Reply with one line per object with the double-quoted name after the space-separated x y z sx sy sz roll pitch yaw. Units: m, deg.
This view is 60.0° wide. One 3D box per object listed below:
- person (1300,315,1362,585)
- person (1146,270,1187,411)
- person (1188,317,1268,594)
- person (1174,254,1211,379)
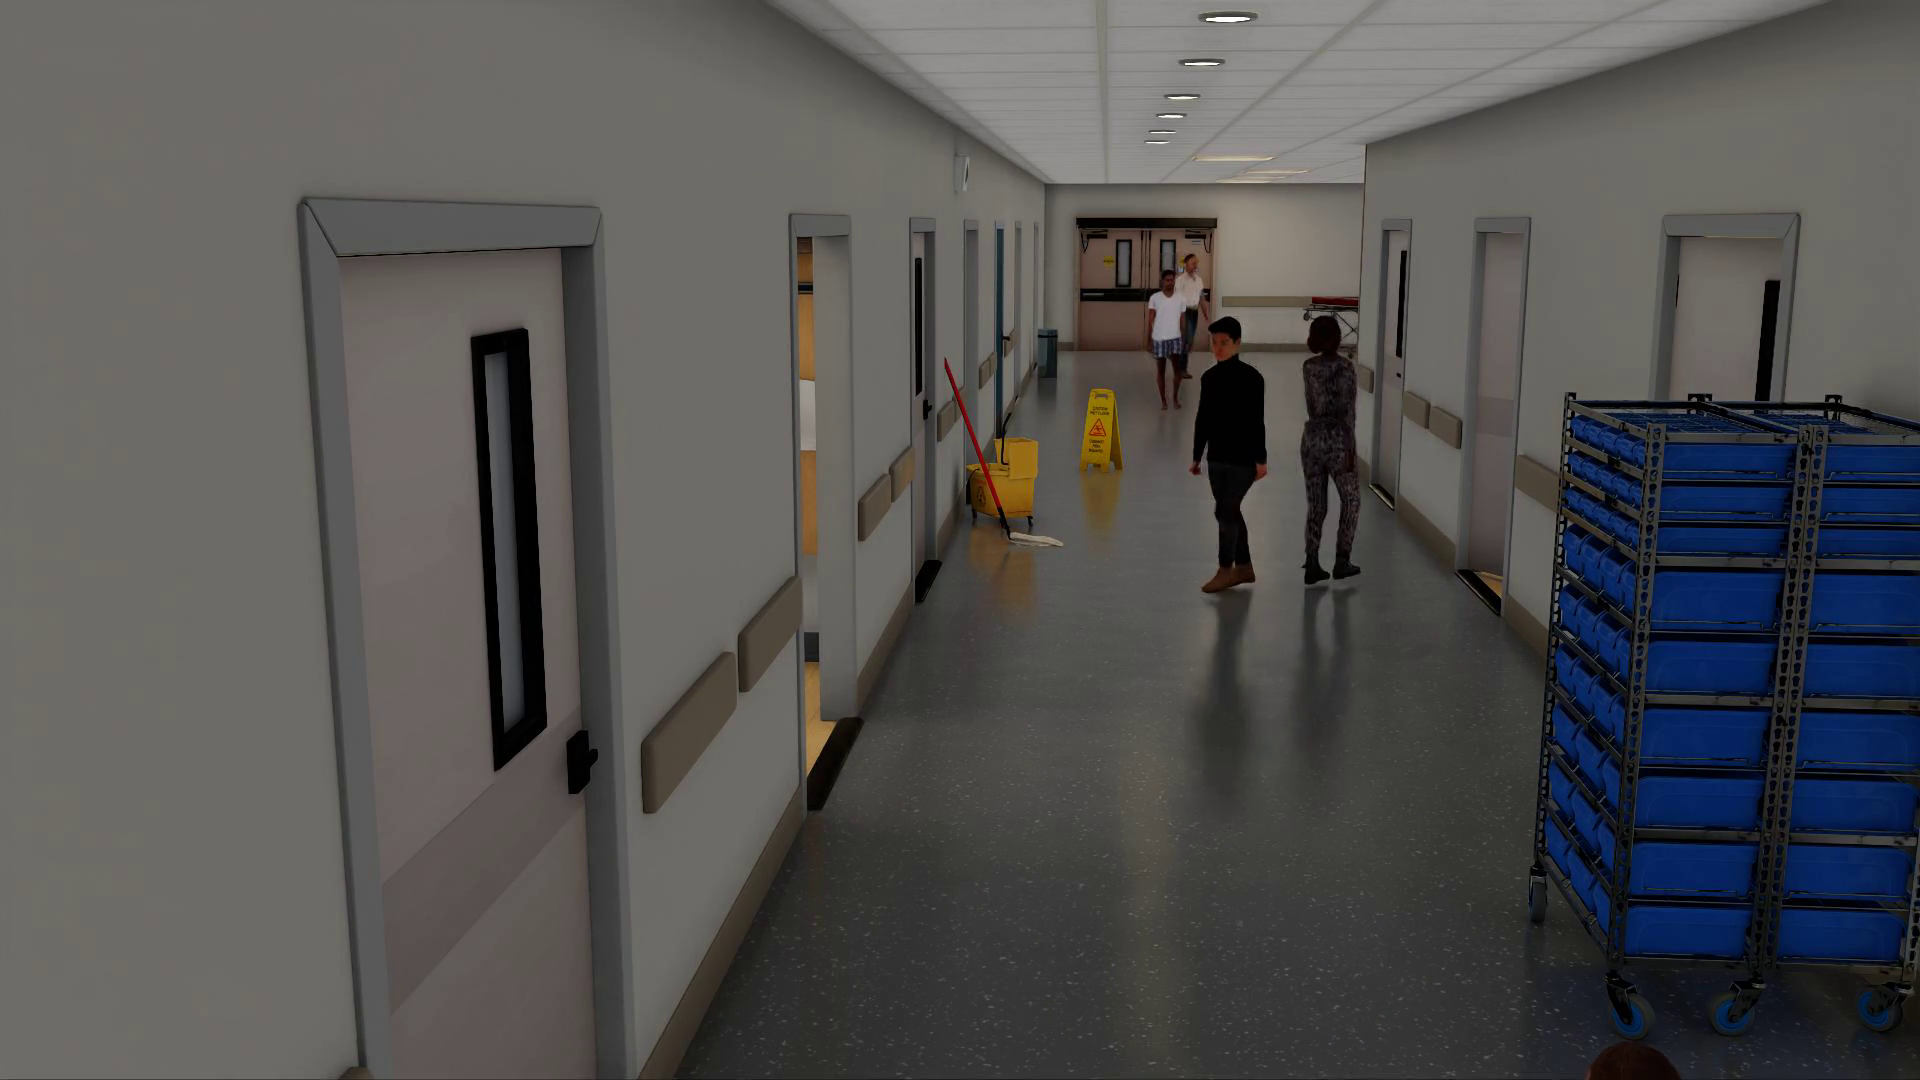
2.316 -0.555 10.555 0.851 1.686 0.791 -6 12 -27 "person"
2.551 -2.471 20.572 0.633 1.716 0.585 1 11 4 "person"
1.754 -0.535 10.403 0.931 1.704 0.867 -7 13 -33 "person"
3.320 -3.337 24.819 0.823 1.834 0.878 -8 14 -38 "person"
